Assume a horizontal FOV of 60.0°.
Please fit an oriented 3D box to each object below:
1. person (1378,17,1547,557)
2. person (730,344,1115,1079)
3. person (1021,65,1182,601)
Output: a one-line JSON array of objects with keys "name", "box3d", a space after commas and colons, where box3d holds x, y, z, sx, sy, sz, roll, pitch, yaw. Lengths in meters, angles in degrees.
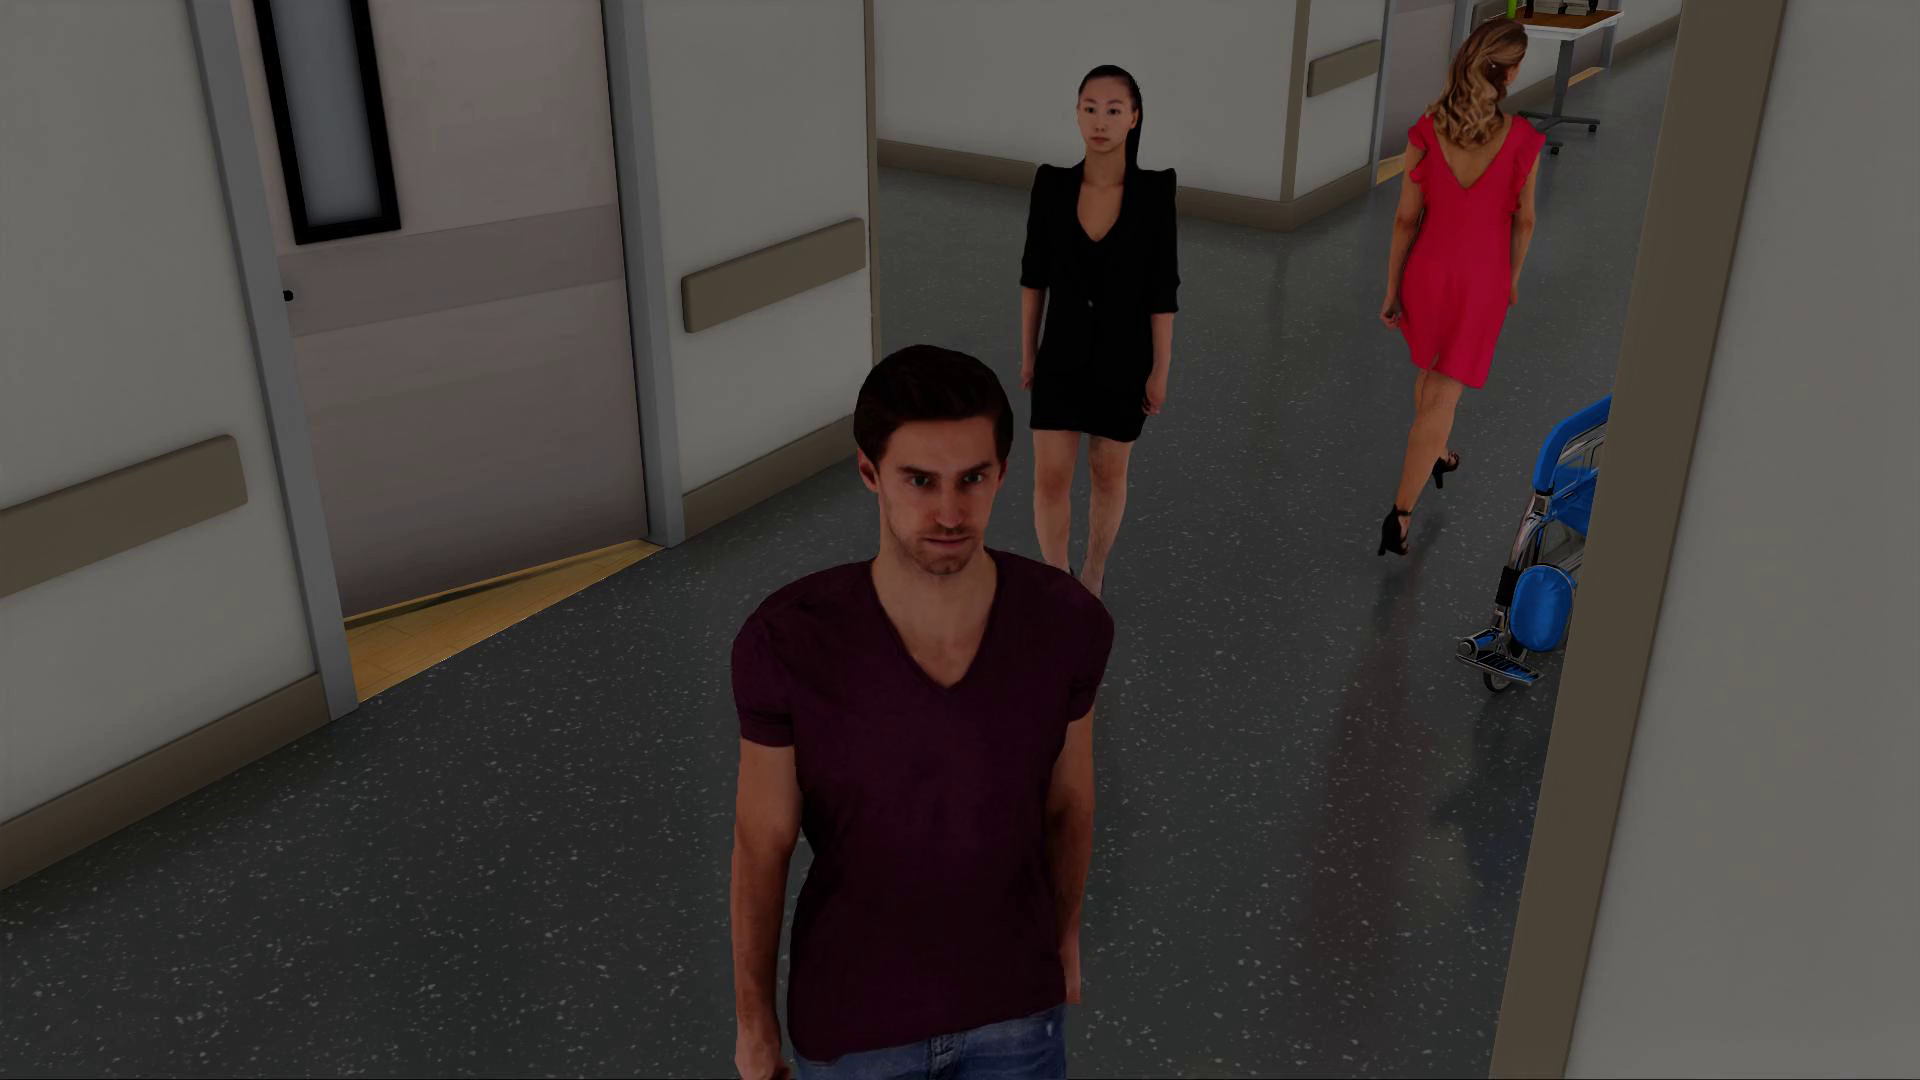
[{"name": "person", "box3d": [1.550, -0.732, 5.285, 0.630, 1.666, 1.117, 13, 29, 26]}, {"name": "person", "box3d": [-0.070, 0.587, 2.378, 1.144, 1.814, 1.257, -2, 26, -5]}, {"name": "person", "box3d": [0.401, -0.527, 4.840, 0.721, 1.683, 0.755, 4, 26, 9]}]
